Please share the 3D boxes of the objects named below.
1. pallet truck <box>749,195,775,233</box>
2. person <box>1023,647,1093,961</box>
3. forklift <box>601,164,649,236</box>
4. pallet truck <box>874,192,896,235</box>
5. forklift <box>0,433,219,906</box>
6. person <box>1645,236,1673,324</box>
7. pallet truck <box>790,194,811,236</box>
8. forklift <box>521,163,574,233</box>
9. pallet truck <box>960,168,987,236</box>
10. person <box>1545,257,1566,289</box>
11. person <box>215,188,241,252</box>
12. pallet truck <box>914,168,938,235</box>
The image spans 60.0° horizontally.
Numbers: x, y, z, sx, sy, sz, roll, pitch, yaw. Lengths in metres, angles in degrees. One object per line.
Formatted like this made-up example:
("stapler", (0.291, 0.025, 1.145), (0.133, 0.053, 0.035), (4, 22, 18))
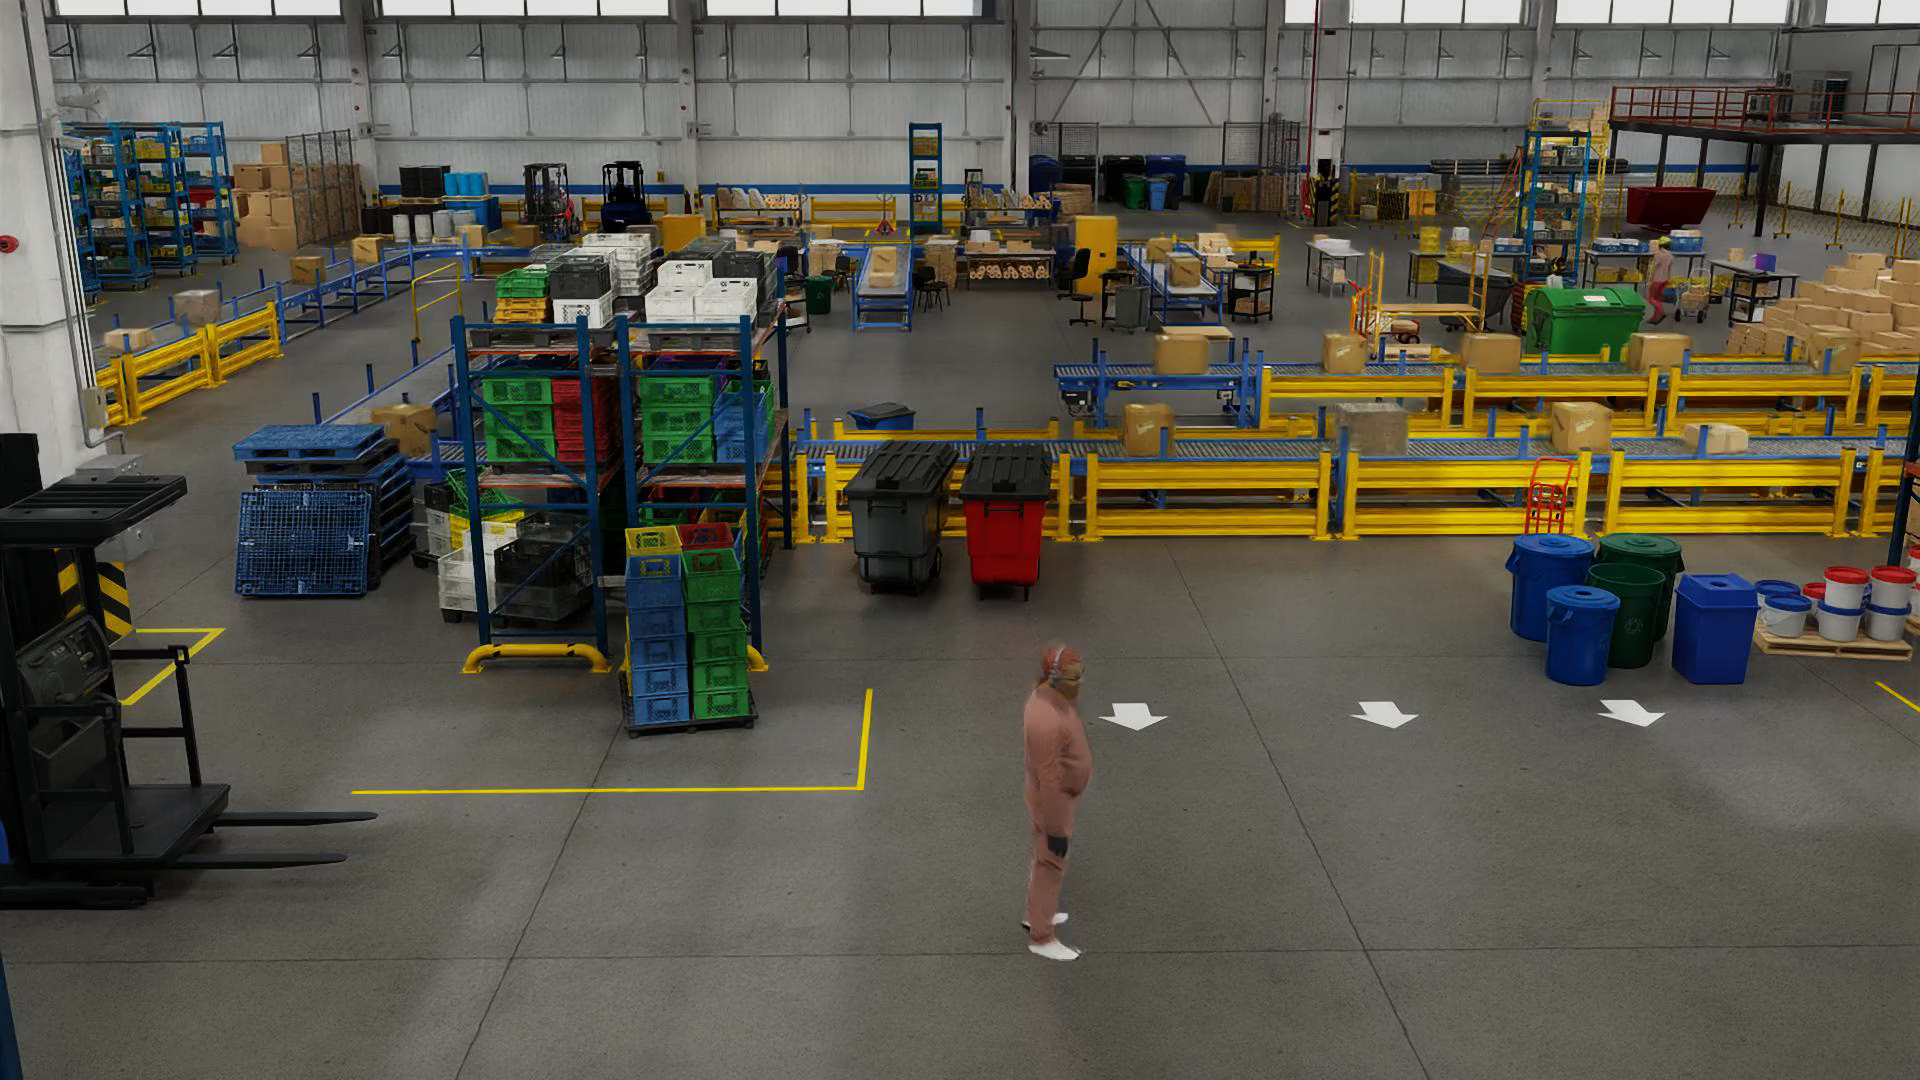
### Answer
("pallet truck", (-6.051, -9.967, 50.660), (0.680, 1.201, 1.601), (0, 16, -1))
("person", (0.567, 1.501, 9.658), (0.400, 1.886, 0.742), (1, 16, 4))
("forklift", (-9.948, -10.127, 49.296), (1.157, 1.987, 2.680), (-1, 16, -3))
("pallet truck", (-2.277, -9.986, 50.594), (0.653, 1.274, 1.630), (0, 16, -1))
("forklift", (-5.952, 0.780, 10.366), (1.873, 2.768, 1.129), (0, 16, -1))
("person", (13.843, -5.120, 32.863), (0.547, 1.752, 0.435), (-9, 18, -28))
("pallet truck", (-4.814, -9.883, 50.259), (0.704, 1.261, 1.522), (-1, 16, -3))
("forklift", (-12.233, -10.122, 49.298), (1.157, 1.987, 2.680), (0, 16, -1))
("pallet truck", (0.383, -10.230, 50.206), (0.823, 1.965, 1.885), (-1, 16, -3))
("person", (10.157, -3.912, 28.474), (0.332, 1.872, 0.514), (14, 21, 39))
("person", (-19.847, -8.663, 45.090), (0.614, 1.804, 0.623), (-12, 20, -36))
("pallet truck", (-0.989, -10.316, 50.507), (0.823, 1.965, 1.885), (1, 16, 3))
